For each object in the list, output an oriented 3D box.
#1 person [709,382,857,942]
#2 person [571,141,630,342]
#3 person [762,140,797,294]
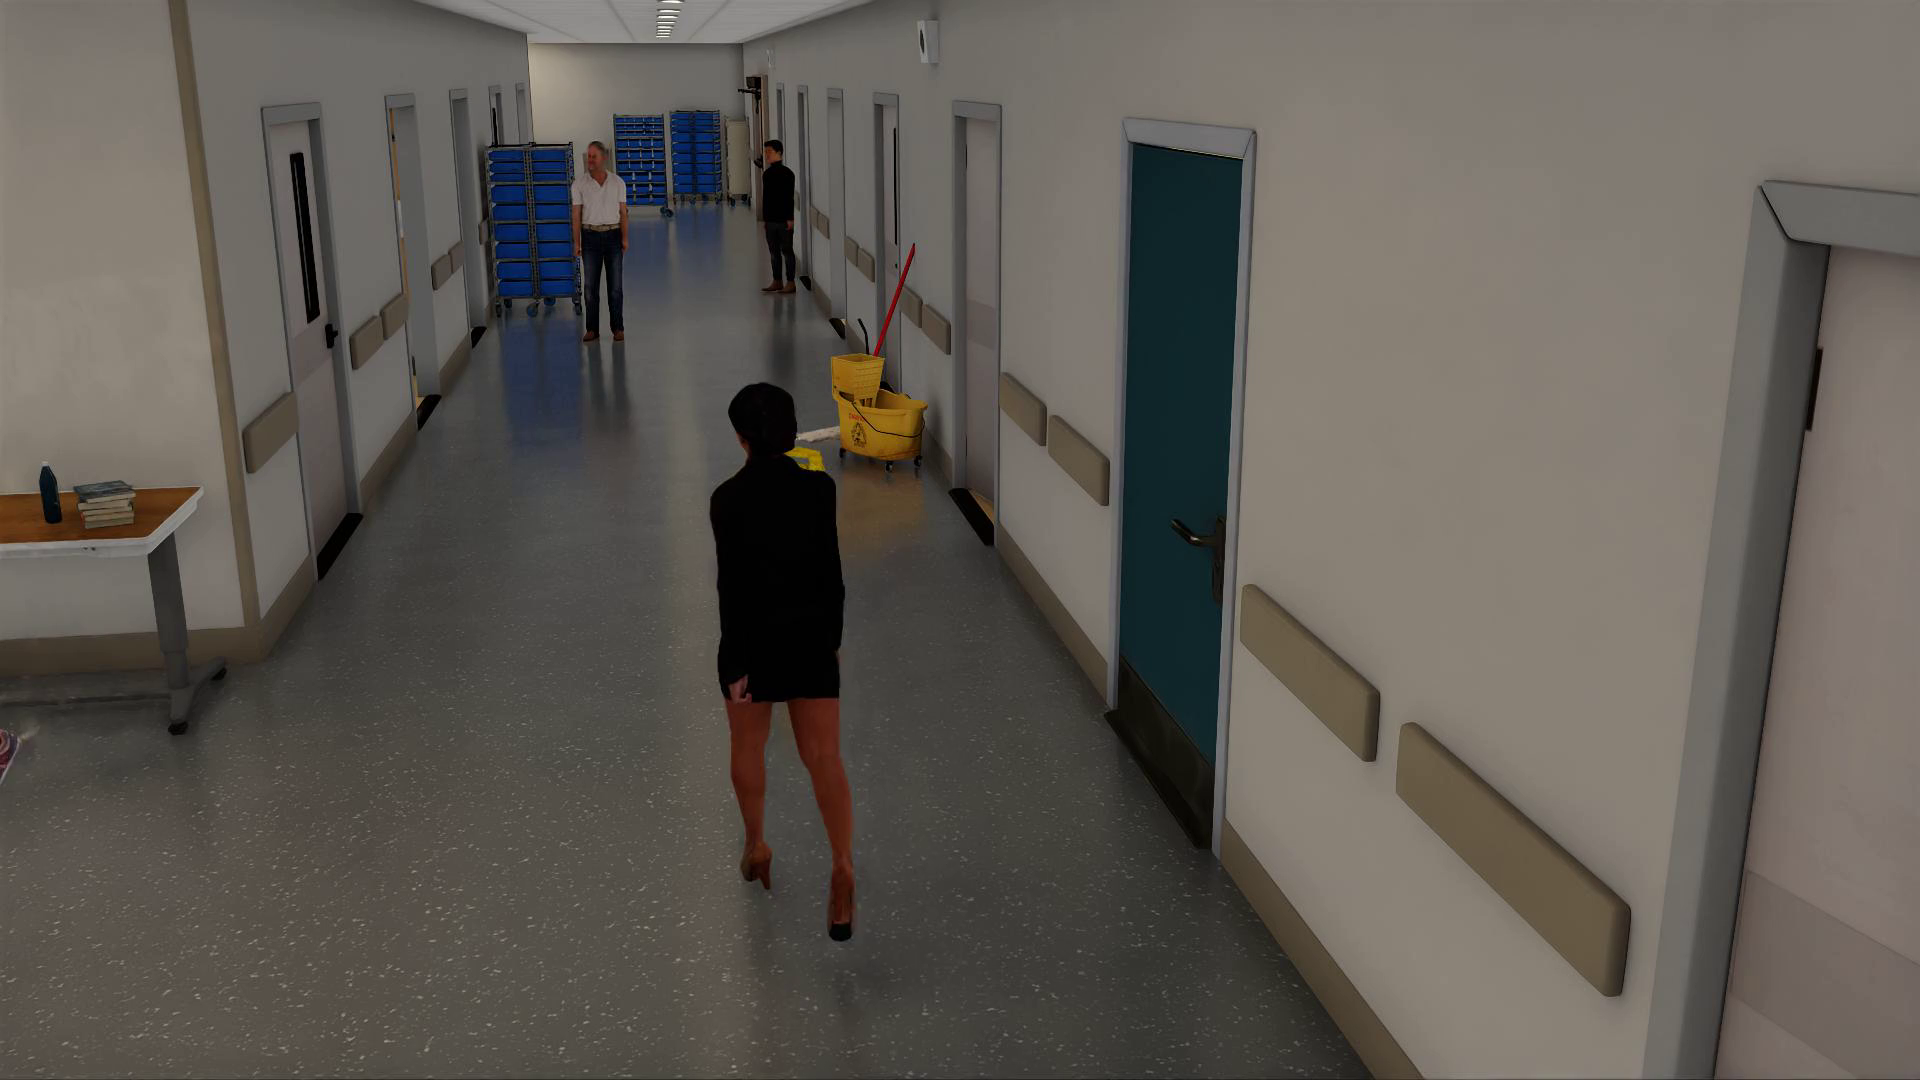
[{"bbox_3d":[-0.482,0.379,4.772,0.657,1.611,1.040,-5,17,-18],"label":"person"},{"bbox_3d":[-3.372,-2.825,15.695,0.665,1.851,0.556,-2,16,-7],"label":"person"},{"bbox_3d":[-2.069,-3.707,19.064,0.696,1.722,0.775,13,20,38],"label":"person"}]
